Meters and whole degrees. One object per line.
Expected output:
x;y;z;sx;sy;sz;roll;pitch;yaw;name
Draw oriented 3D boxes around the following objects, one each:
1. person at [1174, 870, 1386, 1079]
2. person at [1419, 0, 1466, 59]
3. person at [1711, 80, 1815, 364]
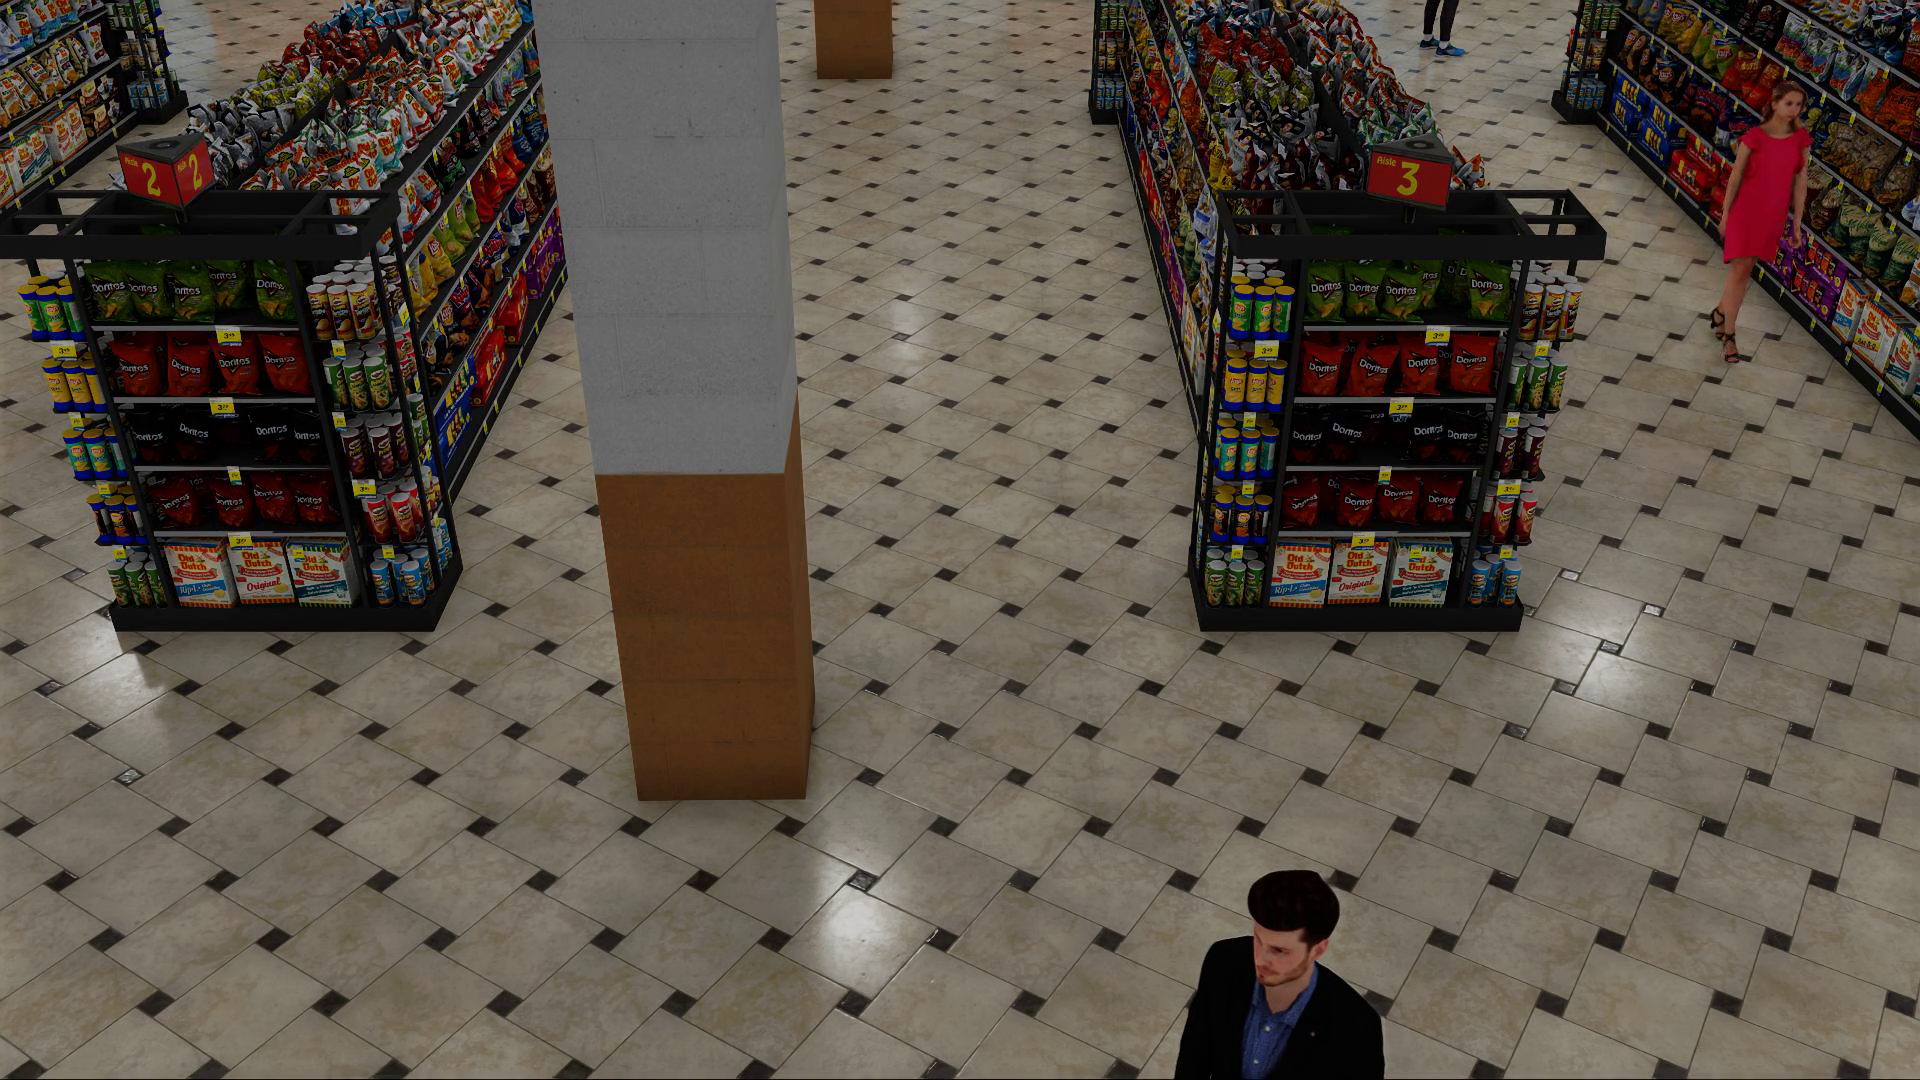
0.790;1.569;4.309;0.789;1.893;0.821;22;38;31;person
4.679;-5.567;15.839;0.816;1.830;0.637;-10;33;-16;person
4.864;-2.005;10.229;0.578;1.708;0.795;-1;32;-2;person
